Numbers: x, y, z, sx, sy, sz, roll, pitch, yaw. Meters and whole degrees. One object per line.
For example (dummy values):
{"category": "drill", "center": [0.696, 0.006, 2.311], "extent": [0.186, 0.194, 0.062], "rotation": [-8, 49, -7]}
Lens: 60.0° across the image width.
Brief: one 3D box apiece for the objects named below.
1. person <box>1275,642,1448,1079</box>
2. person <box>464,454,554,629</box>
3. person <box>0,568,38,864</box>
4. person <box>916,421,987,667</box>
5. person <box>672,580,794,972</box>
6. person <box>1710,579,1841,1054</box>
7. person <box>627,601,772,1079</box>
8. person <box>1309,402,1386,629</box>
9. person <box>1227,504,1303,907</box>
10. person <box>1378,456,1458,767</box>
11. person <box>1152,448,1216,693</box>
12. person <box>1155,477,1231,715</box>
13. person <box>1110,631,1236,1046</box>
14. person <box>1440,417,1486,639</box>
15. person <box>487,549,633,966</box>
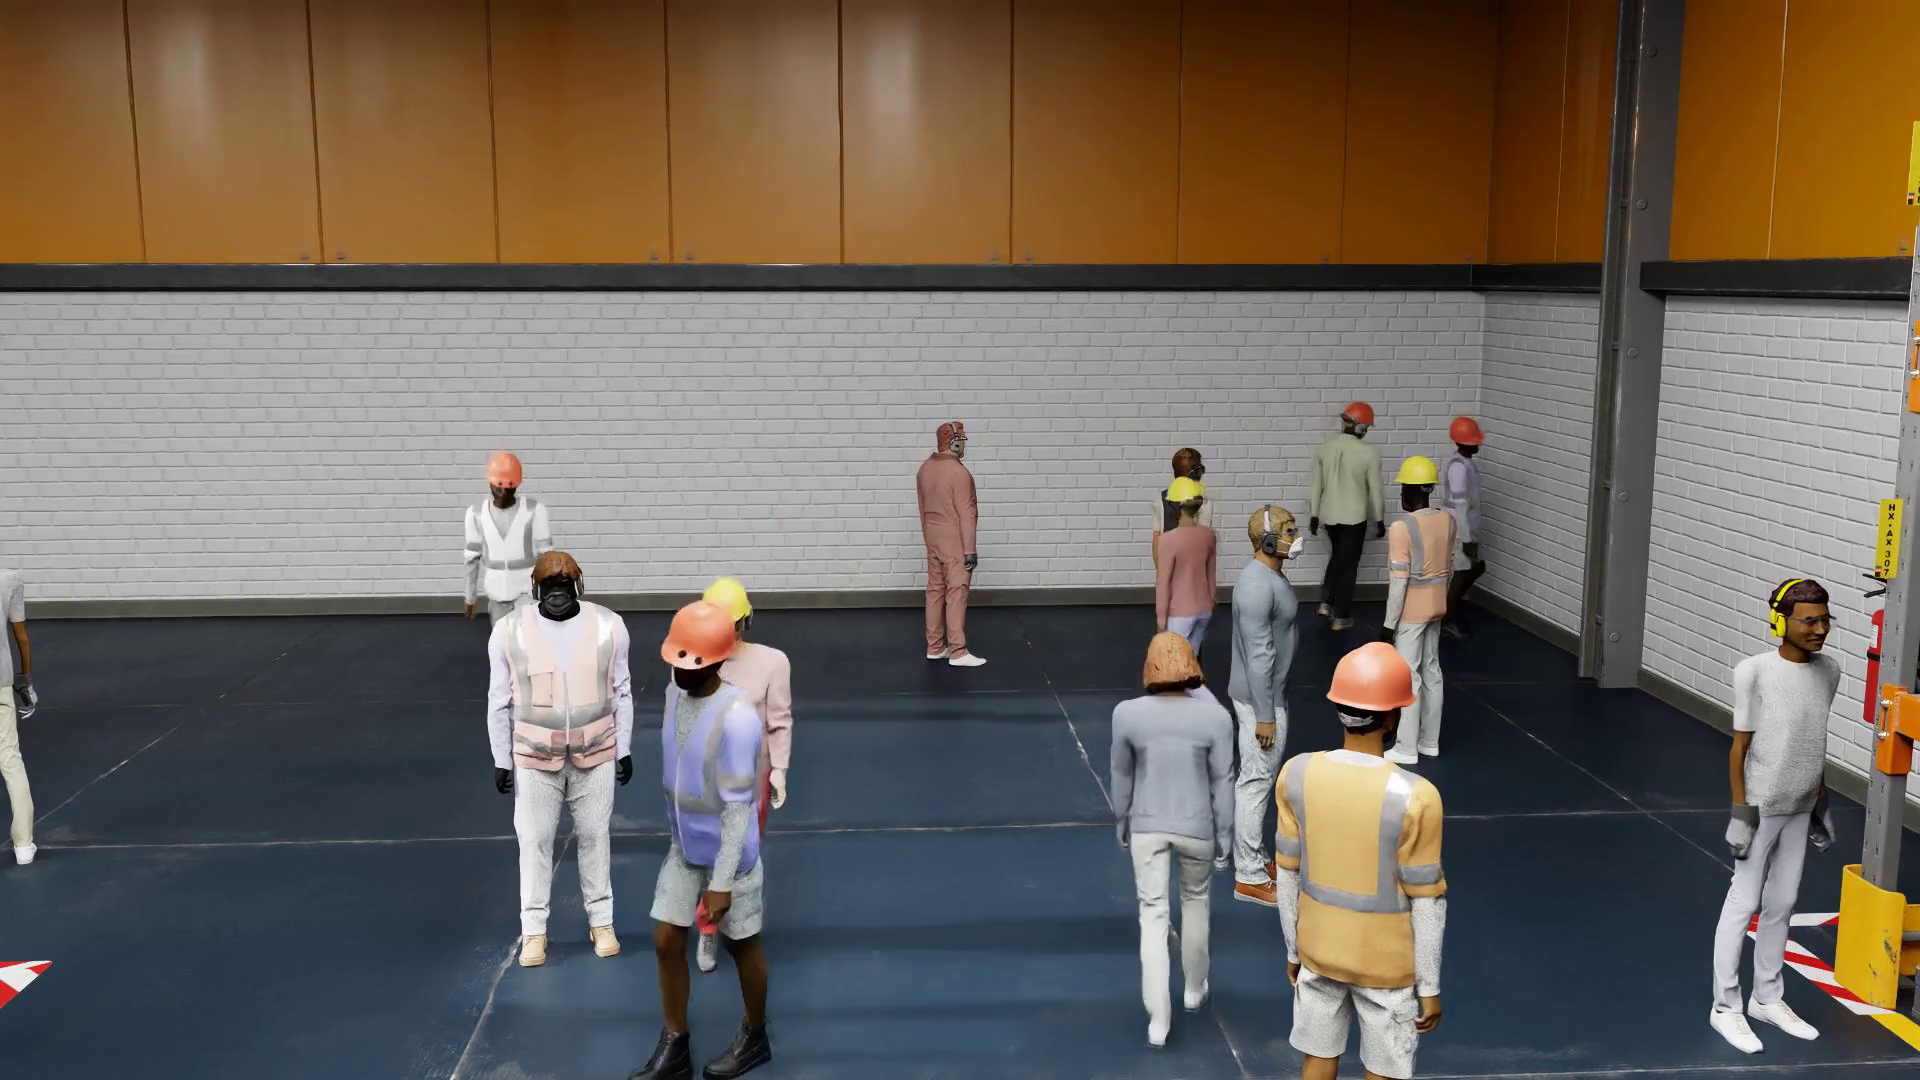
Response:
{"category": "person", "center": [1.226, 1.266, 5.090], "extent": [0.544, 1.939, 0.354], "rotation": [7, 12, 39]}
{"category": "person", "center": [-2.998, 0.345, 11.072], "extent": [0.646, 1.858, 1.016], "rotation": [0, 9, -1]}
{"category": "person", "center": [-4.997, 0.762, 8.458], "extent": [0.533, 1.872, 0.315], "rotation": [-9, 12, -43]}
{"category": "person", "center": [-0.060, 0.030, 12.946], "extent": [0.410, 1.909, 0.642], "rotation": [-6, 11, -35]}
{"category": "person", "center": [-0.984, 1.023, 7.235], "extent": [0.518, 1.743, 0.469], "rotation": [-2, 9, -13]}
{"category": "person", "center": [3.244, 1.067, 6.552], "extent": [0.521, 1.873, 0.335], "rotation": [-3, 10, -19]}
{"category": "person", "center": [-0.933, 1.131, 6.073], "extent": [0.578, 1.891, 0.704], "rotation": [8, 12, 43]}
{"category": "person", "center": [3.327, -0.205, 14.269], "extent": [0.648, 1.953, 0.429], "rotation": [9, 12, 43]}
{"category": "person", "center": [1.492, 0.788, 8.090], "extent": [0.372, 1.940, 0.632], "rotation": [2, 9, 13]}
{"category": "person", "center": [2.818, 0.439, 10.314], "extent": [0.586, 1.928, 0.364], "rotation": [-7, 12, -39]}
{"category": "person", "center": [1.568, 0.276, 11.595], "extent": [0.507, 1.846, 0.341], "rotation": [9, 12, 43]}
{"category": "person", "center": [1.518, 0.475, 10.667], "extent": [0.533, 1.751, 0.617], "rotation": [-7, 12, -39]}
{"category": "person", "center": [0.854, 1.170, 6.721], "extent": [0.510, 1.599, 0.721], "rotation": [2, 9, 11]}
{"category": "person", "center": [4.169, -0.093, 13.802], "extent": [0.388, 1.886, 0.658], "rotation": [4, 10, 25]}
{"category": "person", "center": [-1.755, 0.952, 7.362], "extent": [0.633, 1.843, 0.429], "rotation": [-3, 10, -19]}
